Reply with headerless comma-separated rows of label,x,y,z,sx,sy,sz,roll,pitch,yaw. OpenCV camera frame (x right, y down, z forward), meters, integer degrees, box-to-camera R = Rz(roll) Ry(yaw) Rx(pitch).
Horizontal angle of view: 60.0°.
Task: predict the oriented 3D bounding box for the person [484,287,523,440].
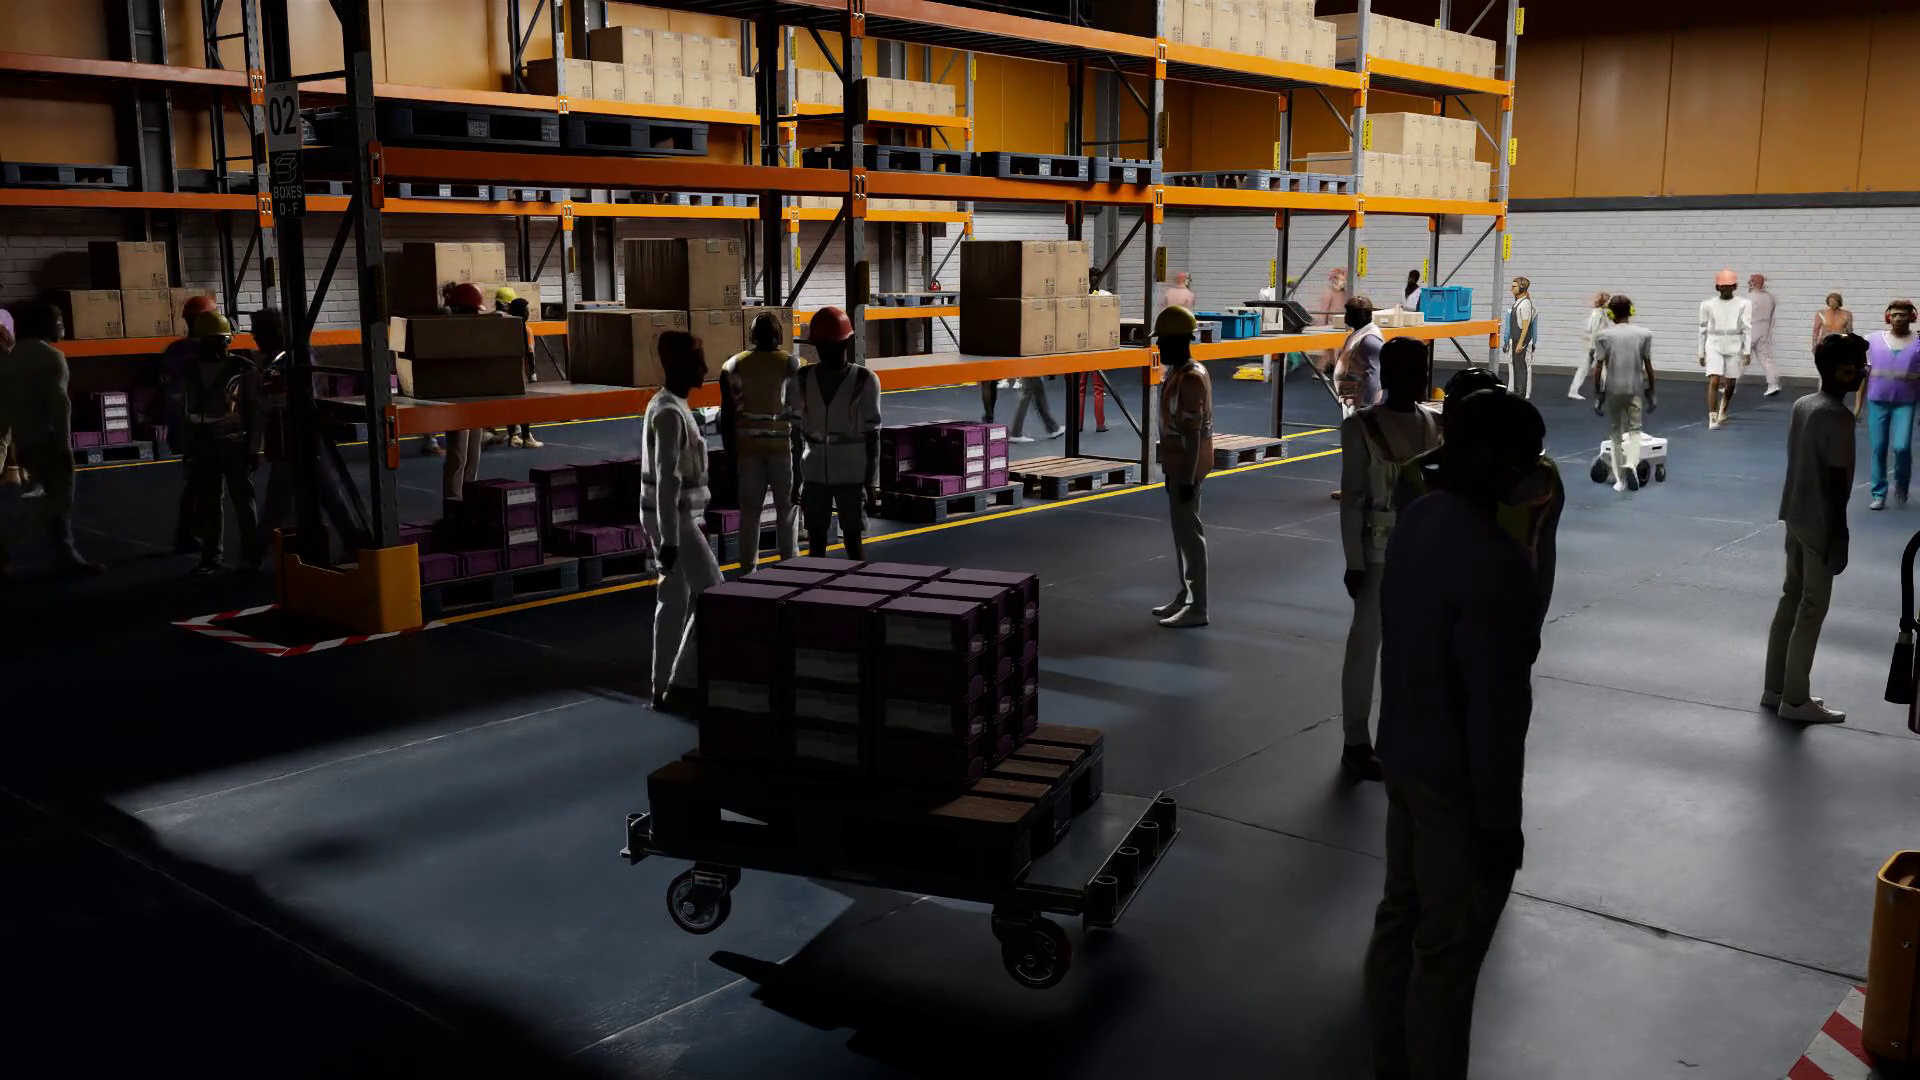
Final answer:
person,-5.315,-2.043,19.410,0.619,1.802,0.505,9,13,42

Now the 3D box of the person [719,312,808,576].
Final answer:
person,-1.277,-0.593,11.082,0.625,1.836,0.429,1,10,6

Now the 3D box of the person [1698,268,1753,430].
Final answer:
person,9.595,-2.408,20.910,0.614,2.015,0.835,4,11,20

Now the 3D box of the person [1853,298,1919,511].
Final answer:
person,8.018,-1.157,14.306,0.564,1.830,0.458,7,12,36

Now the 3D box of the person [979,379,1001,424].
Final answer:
person,0.351,-2.331,20.830,0.563,1.885,0.986,-1,10,-8

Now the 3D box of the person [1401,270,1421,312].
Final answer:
person,7.897,-3.747,28.934,0.468,1.874,0.676,-3,10,-17

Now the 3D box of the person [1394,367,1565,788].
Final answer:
person,1.784,0.312,5.897,0.621,1.845,0.429,-2,10,-10

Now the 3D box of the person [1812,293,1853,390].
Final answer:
person,12.917,-2.850,24.618,0.551,1.593,0.885,5,11,29

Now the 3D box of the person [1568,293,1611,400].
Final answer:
person,9.462,-2.851,24.602,0.863,1.590,0.527,4,11,20

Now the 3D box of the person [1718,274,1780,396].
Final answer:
person,12.197,-3.133,25.487,0.667,1.863,0.997,-3,11,-19

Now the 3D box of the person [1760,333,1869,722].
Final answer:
person,4.110,-0.055,7.971,0.327,1.856,0.501,0,10,0

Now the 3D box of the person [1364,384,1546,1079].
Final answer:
person,1.209,0.588,4.071,0.379,1.933,0.629,-1,10,-5

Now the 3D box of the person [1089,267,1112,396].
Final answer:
person,2.036,-3.180,25.424,0.608,1.965,0.365,-1,10,-6

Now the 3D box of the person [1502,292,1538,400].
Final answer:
person,8.337,-2.901,24.764,0.523,1.639,0.309,-1,10,-8

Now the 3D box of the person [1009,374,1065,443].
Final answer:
person,0.955,-2.067,19.327,0.922,1.882,0.605,-3,11,-19

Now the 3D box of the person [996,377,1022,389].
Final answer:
person,0.828,-3.360,26.740,0.534,1.864,0.310,5,11,28

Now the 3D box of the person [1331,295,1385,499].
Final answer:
person,3.508,-1.231,14.687,0.429,1.839,0.633,0,10,-1

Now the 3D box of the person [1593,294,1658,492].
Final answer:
person,6.098,-1.327,15.249,0.593,1.836,0.640,3,11,19

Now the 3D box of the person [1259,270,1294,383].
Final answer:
person,5.289,-3.605,27.898,0.616,1.946,0.394,0,10,1

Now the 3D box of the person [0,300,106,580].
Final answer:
person,-6.226,-0.644,11.143,0.657,1.909,0.724,8,13,39

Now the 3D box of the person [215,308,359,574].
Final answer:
person,-4.650,-0.682,11.576,1.005,1.845,0.708,-4,11,-20

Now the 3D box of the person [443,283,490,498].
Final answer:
person,-3.837,-0.996,12.937,0.393,1.986,0.609,2,10,9

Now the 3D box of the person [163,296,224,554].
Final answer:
person,-5.604,-0.847,12.321,0.543,1.897,0.600,8,13,38

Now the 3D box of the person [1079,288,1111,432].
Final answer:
person,1.608,-2.203,20.434,0.524,1.768,0.311,3,10,17

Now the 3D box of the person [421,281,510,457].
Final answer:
person,-5.444,-1.856,18.115,1.020,1.884,0.655,-5,11,-25

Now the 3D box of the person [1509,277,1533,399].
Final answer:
person,8.013,-2.846,23.865,0.345,1.847,0.504,1,10,8

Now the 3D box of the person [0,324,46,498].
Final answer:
person,-8.561,-1.126,14.798,0.526,1.590,0.840,9,13,41

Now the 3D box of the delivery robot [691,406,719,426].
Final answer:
delivery robot,-3.148,-1.570,20.008,0.477,0.478,0.707,1,10,7

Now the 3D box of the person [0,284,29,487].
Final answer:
person,-9.163,-1.518,15.782,0.412,2.034,0.612,-2,10,-9

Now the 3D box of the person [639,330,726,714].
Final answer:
person,-1.305,-0.073,8.028,0.496,1.870,0.579,-2,10,-13

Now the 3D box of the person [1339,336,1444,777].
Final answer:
person,1.877,0.067,7.180,0.575,1.883,0.355,-6,12,-31

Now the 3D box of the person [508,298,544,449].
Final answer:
person,-4.963,-1.882,18.793,0.541,1.698,0.316,8,13,40

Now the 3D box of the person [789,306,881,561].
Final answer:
person,-0.725,-0.367,9.519,0.543,1.927,0.375,2,10,13

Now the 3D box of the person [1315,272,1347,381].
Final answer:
person,6.364,-3.577,28.003,0.666,1.853,0.992,-9,14,-43

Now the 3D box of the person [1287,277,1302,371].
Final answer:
person,5.959,-3.935,30.377,0.668,1.724,0.515,3,10,14

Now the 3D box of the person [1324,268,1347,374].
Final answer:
person,6.910,-3.898,29.744,0.863,1.908,0.546,-1,10,-5

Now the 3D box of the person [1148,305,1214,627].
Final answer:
person,1.313,-0.440,9.976,0.406,1.918,0.586,0,10,-1

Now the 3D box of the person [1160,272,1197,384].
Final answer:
person,3.689,-3.522,27.695,0.647,1.862,0.961,10,14,44

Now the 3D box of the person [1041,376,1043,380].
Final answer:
person,1.169,-3.093,26.002,0.483,1.590,0.826,6,12,32

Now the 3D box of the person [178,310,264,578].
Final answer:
person,-5.076,-0.652,11.411,0.590,1.833,0.404,1,10,6

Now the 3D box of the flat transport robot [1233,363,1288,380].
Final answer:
flat transport robot,5.216,-2.923,28.785,0.652,0.197,1.431,4,11,22

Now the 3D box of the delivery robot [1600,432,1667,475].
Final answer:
delivery robot,6.473,-0.861,15.971,0.707,0.478,0.477,-8,13,-38
